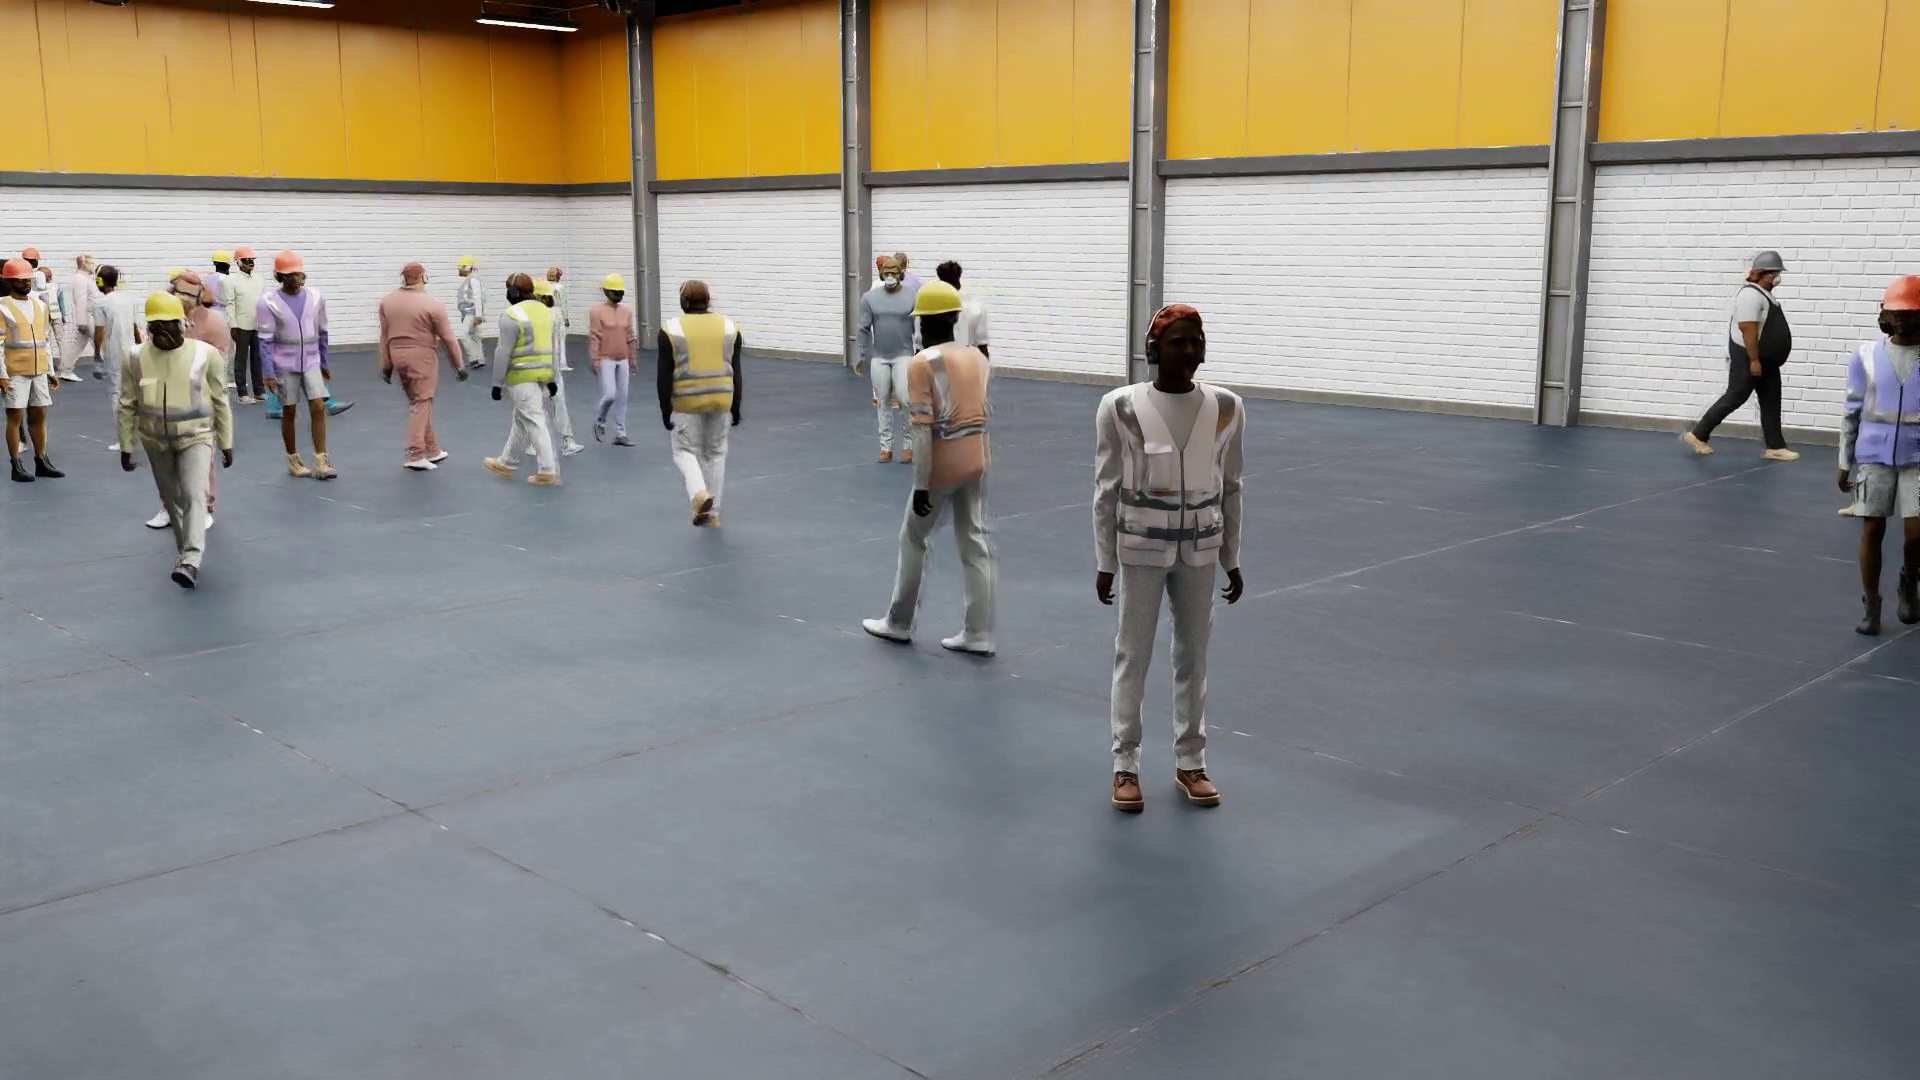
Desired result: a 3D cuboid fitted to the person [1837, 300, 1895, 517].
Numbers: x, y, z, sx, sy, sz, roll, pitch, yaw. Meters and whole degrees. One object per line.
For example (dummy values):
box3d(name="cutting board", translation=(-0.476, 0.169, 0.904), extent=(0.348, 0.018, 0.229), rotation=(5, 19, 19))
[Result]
box3d(name="person", translation=(7.071, -0.984, 12.514), extent=(0.668, 1.676, 0.540), rotation=(0, 10, -1))

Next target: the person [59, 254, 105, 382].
box3d(name="person", translation=(-12.712, -3.228, 24.263), extent=(0.980, 1.860, 0.659), rotation=(-5, 12, -26))

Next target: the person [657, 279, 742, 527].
box3d(name="person", translation=(-1.851, -0.963, 12.004), extent=(0.639, 1.830, 0.583), rotation=(-5, 11, -25))

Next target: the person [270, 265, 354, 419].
box3d(name="person", translation=(-7.610, -2.296, 19.297), extent=(0.958, 1.797, 0.588), rotation=(-2, 11, -8))

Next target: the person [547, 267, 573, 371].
box3d(name="person", translation=(-6.361, -3.469, 26.181), extent=(0.516, 1.631, 0.330), rotation=(8, 13, 37))

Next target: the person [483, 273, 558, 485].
box3d(name="person", translation=(-3.837, -1.377, 14.288), extent=(0.901, 1.802, 0.654), rotation=(4, 11, 19))

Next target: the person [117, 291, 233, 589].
box3d(name="person", translation=(-4.792, -0.599, 10.095), extent=(0.618, 1.786, 0.911), rotation=(-1, 10, -6))

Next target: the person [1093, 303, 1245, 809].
box3d(name="person", translation=(0.779, 0.068, 6.200), extent=(0.579, 1.884, 0.352), rotation=(-2, 11, -10))

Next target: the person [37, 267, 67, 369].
box3d(name="person", translation=(-14.371, -3.485, 26.245), extent=(0.311, 1.638, 0.523), rotation=(7, 12, 33))

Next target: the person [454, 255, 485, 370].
box3d(name="person", translation=(-7.799, -3.592, 26.332), extent=(0.542, 1.814, 0.626), rotation=(-6, 12, -28))

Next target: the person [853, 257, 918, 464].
box3d(name="person", translation=(-0.653, -1.679, 15.603), extent=(0.648, 1.930, 0.479), rotation=(2, 11, 13))

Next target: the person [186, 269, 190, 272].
box3d(name="person", translation=(-12.298, -3.545, 26.657), extent=(0.510, 1.606, 0.751), rotation=(7, 12, 33))

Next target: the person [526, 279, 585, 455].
box3d(name="person", translation=(-3.962, -1.638, 15.965), extent=(0.517, 1.701, 0.865), rotation=(-10, 14, -43))

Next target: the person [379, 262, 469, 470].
box3d(name="person", translation=(-4.929, -1.591, 15.243), extent=(0.697, 1.875, 0.765), rotation=(4, 11, 22))

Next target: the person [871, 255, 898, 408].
box3d(name="person", translation=(-0.928, -2.583, 20.664), extent=(0.356, 1.883, 0.573), rotation=(-3, 11, -17))

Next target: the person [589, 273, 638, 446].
box3d(name="person", translation=(-3.482, -1.806, 16.783), extent=(0.376, 1.750, 0.534), rotation=(9, 14, 40))

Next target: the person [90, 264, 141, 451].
box3d(name="person", translation=(-8.281, -1.785, 16.407), extent=(0.452, 1.847, 0.528), rotation=(3, 11, 18))

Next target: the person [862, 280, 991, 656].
box3d(name="person", translation=(-0.160, -0.372, 8.553), extent=(0.857, 1.892, 0.620), rotation=(9, 14, 41))

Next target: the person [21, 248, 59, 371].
box3d(name="person", translation=(-14.516, -3.609, 26.107), extent=(0.551, 1.935, 0.371), rotation=(2, 11, 10))

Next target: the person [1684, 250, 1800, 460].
box3d(name="person", translation=(7.546, -1.796, 15.939), extent=(0.971, 2.000, 0.682), rotation=(9, 14, 41))

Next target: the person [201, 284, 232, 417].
box3d(name="person", translation=(-7.975, -1.903, 17.683), extent=(0.573, 1.622, 0.501), rotation=(5, 11, 25))

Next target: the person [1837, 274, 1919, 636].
box3d(name="person", translation=(4.977, -0.438, 8.849), extent=(0.557, 1.926, 0.451), rotation=(7, 12, 33))

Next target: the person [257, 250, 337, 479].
box3d(name="person", translation=(-5.719, -1.500, 14.434), extent=(0.642, 1.998, 0.896), rotation=(-9, 14, -39))

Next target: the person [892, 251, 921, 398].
box3d(name="person", translation=(-0.793, -2.801, 21.734), extent=(0.655, 1.922, 0.436), rotation=(-10, 14, -44))

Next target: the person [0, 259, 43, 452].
box3d(name="person", translation=(-9.287, -1.795, 16.310), extent=(0.609, 1.900, 0.485), rotation=(-3, 11, -18))

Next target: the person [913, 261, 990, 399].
box3d(name="person", translation=(-0.072, -1.340, 13.786), extent=(0.626, 1.910, 1.009), rotation=(-1, 10, -3))

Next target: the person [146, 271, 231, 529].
box3d(name="person", translation=(-5.564, -0.988, 11.996), extent=(0.688, 1.879, 0.451), rotation=(1, 10, 7))

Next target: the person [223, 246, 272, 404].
box3d(name="person", translation=(-9.033, -2.726, 21.126), extent=(0.373, 1.997, 0.613), rotation=(5, 11, 24))

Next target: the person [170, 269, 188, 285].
box3d(name="person", translation=(-8.919, -2.240, 19.175), extent=(0.653, 1.747, 0.540), rotation=(5, 11, 25))

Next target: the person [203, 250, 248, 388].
box3d(name="person", translation=(-10.318, -3.093, 23.321), extent=(0.593, 1.924, 0.384), rotation=(6, 12, 30))

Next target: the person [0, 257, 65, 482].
box3d(name="person", translation=(-8.134, -1.483, 14.506), extent=(0.361, 1.939, 0.542), rotation=(5, 11, 25))
